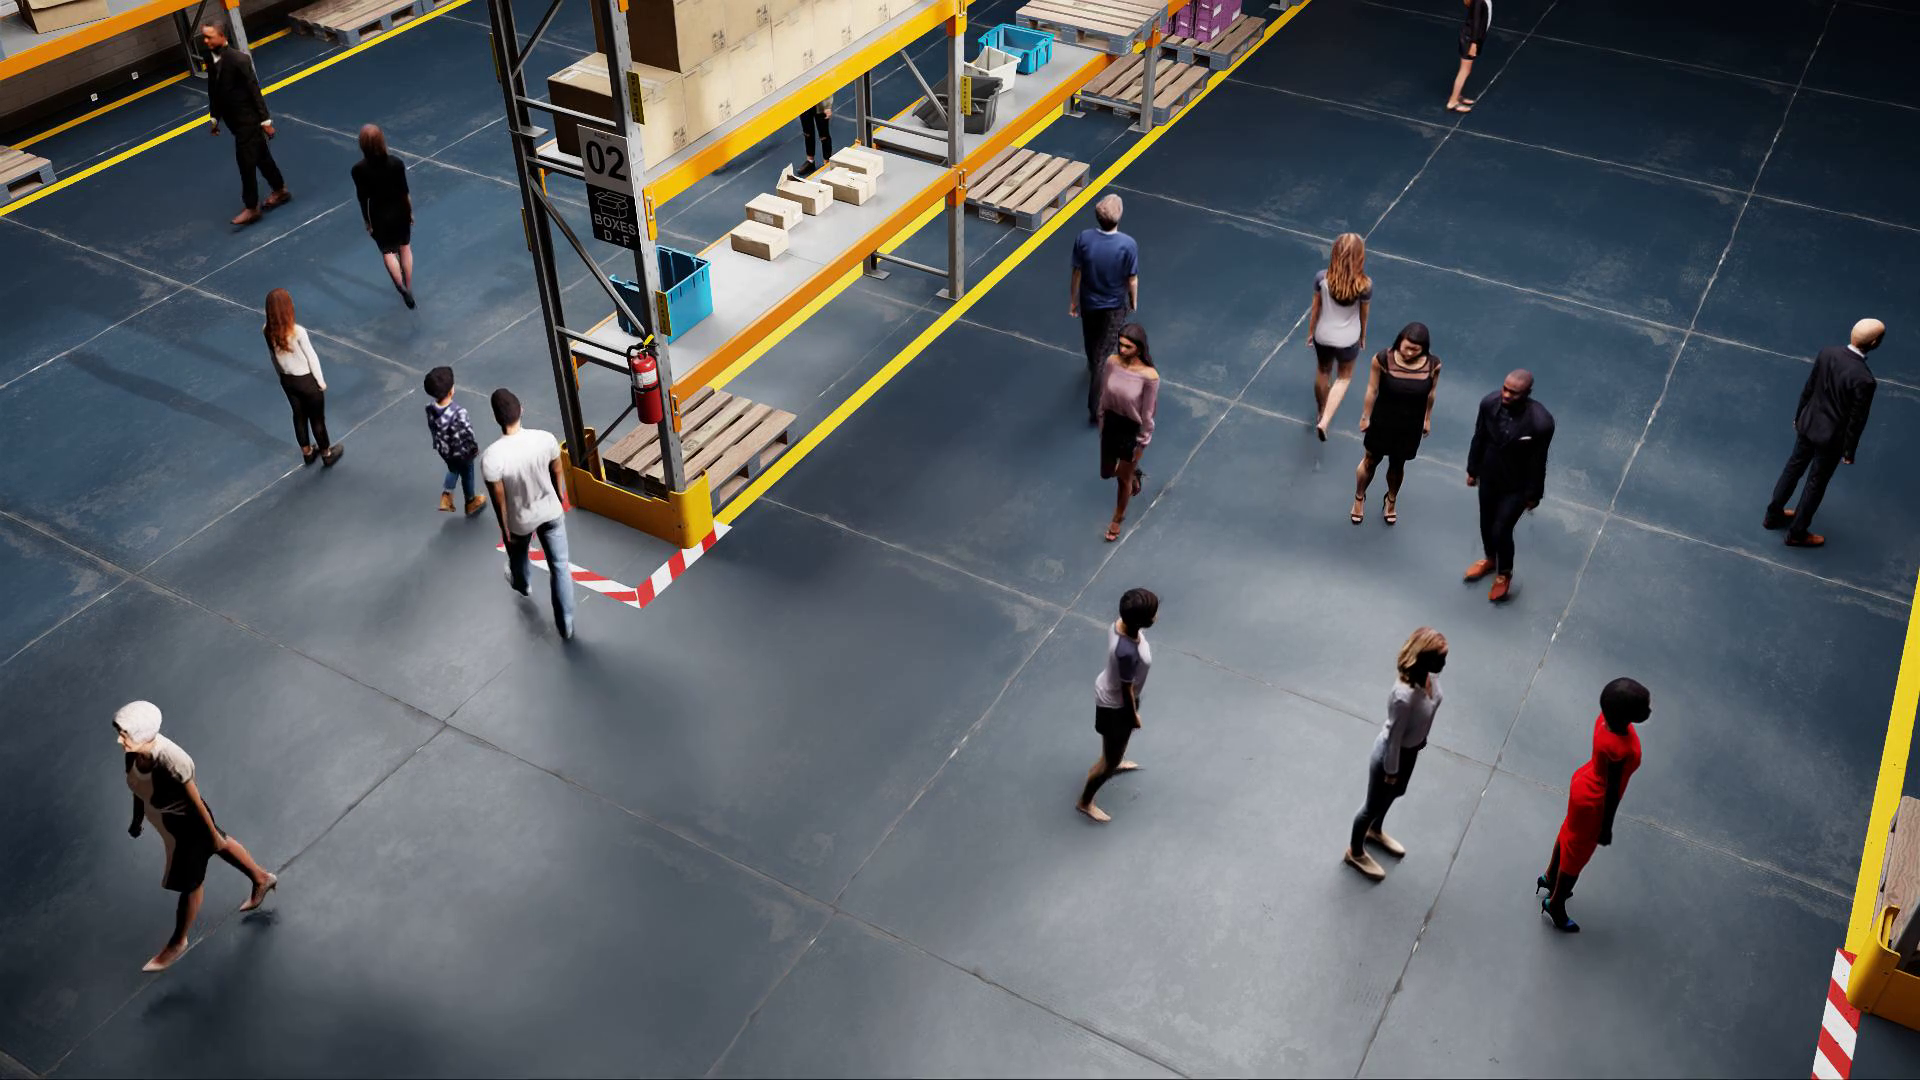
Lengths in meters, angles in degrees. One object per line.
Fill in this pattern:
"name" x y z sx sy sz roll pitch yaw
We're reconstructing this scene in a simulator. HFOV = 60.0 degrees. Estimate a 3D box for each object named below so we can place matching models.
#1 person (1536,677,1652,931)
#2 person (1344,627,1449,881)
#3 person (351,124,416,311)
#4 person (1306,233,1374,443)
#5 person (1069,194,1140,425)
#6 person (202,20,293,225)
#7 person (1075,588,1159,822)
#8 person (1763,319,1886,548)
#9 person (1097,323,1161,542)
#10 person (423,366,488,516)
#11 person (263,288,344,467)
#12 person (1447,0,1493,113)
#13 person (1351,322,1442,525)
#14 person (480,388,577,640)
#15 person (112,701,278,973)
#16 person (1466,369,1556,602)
"person" 3.428 1.421 9.018 0.686 1.743 0.535 8 39 10
"person" 2.444 1.172 9.290 0.684 1.794 0.505 29 47 31
"person" -4.865 -2.716 14.242 0.949 1.689 0.951 -16 41 -19
"person" 2.869 -1.511 12.710 0.634 1.717 0.921 16 41 19
"person" 1.094 -1.753 12.929 0.833 1.822 1.218 11 40 14
"person" -6.693 -4.012 15.713 0.744 1.877 0.990 21 43 24
"person" 0.943 0.909 9.808 0.916 1.557 0.785 0 39 1
"person" 6.093 -0.768 11.716 0.810 1.798 0.765 -12 40 -14
"person" 1.220 -0.783 11.734 0.664 1.798 0.808 25 45 28
"person" -3.694 -0.672 12.040 0.539 1.242 0.646 14 41 17
"person" -4.977 -1.212 12.522 0.574 1.484 0.550 10 40 12
"person" 5.416 -5.331 17.625 0.638 1.553 0.517 11 40 14
"person" 3.097 -0.836 11.870 0.747 1.711 0.747 3 39 4
"person" -2.768 -0.120 10.883 1.134 1.824 1.091 -18 42 -21
"person" -4.080 1.482 8.965 0.785 1.714 1.123 30 48 32
"person" 3.742 -0.412 11.270 0.815 1.797 0.817 -28 46 -30
